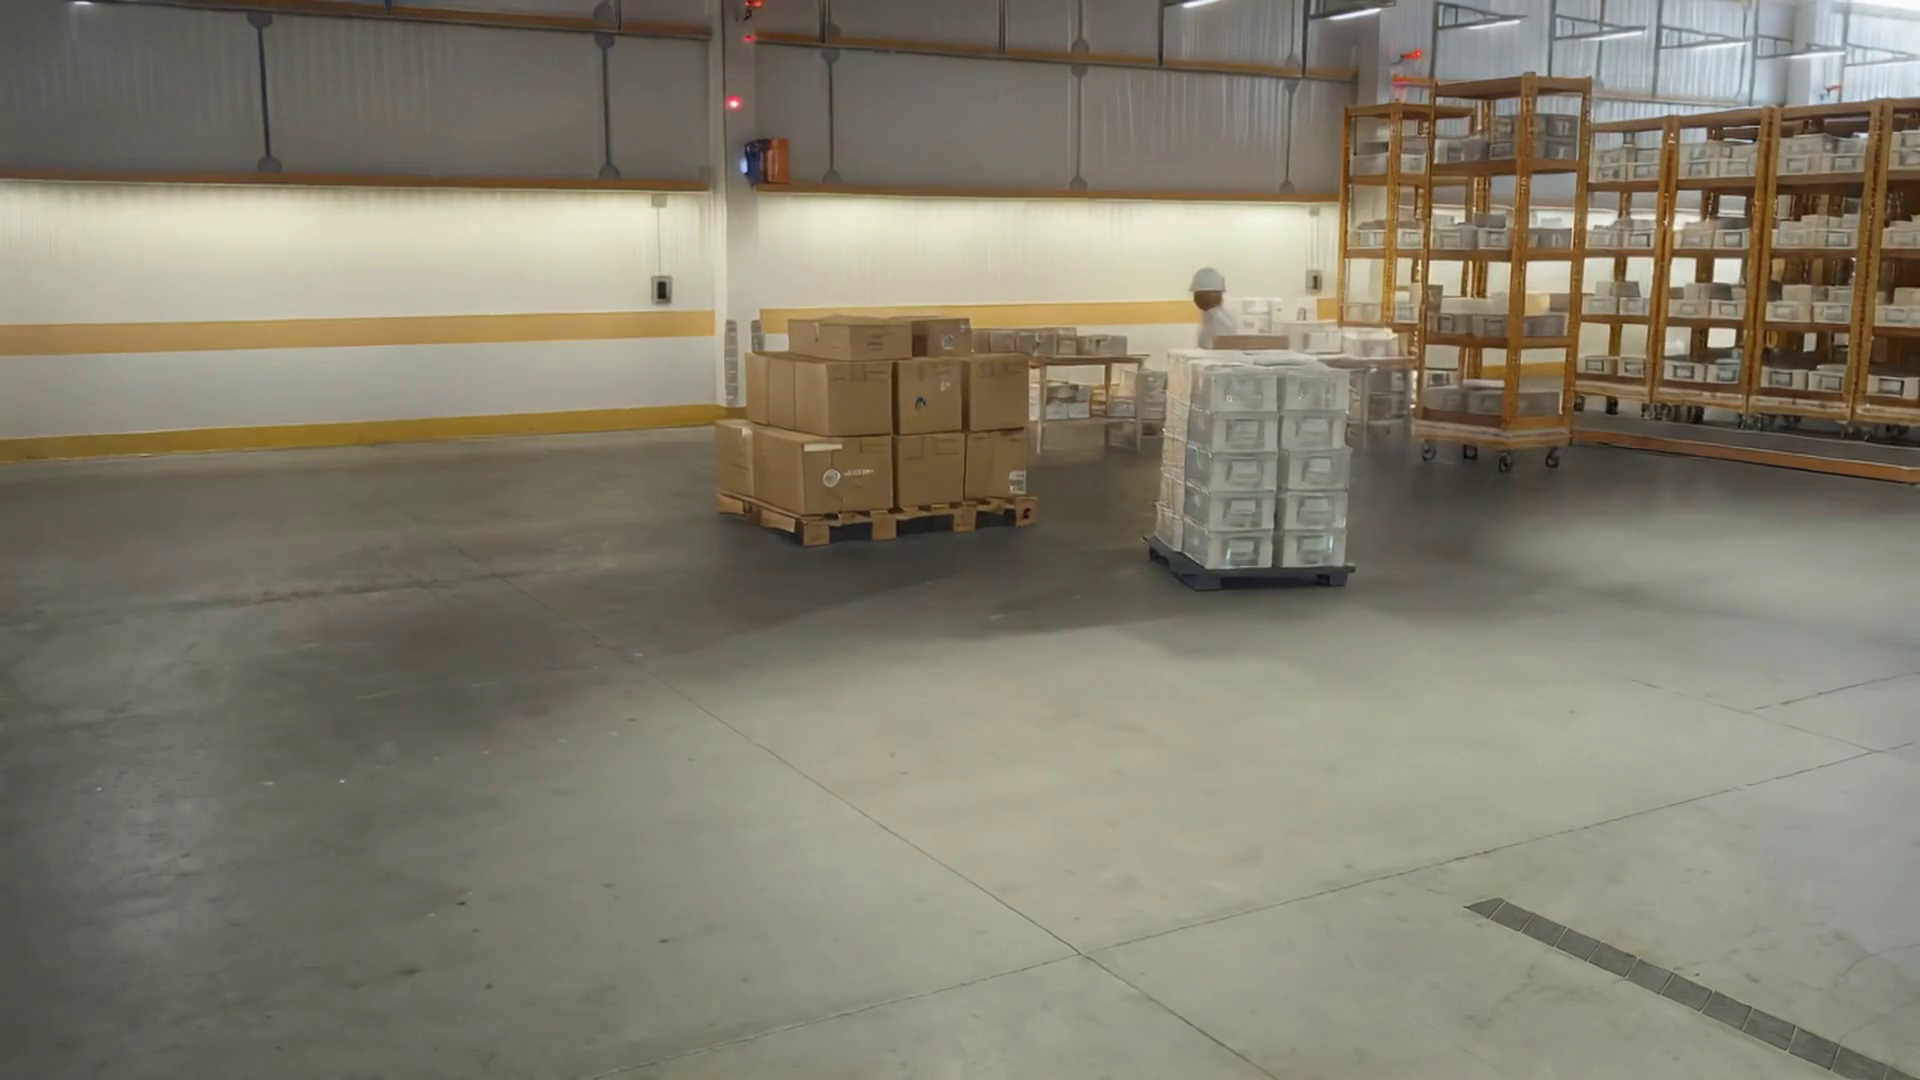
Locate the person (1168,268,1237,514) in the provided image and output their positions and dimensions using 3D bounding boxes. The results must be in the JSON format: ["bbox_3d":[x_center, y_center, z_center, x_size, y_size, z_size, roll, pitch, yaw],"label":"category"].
[{"bbox_3d":[2.021,-1.123,12.768,0.827,1.921,0.620,0,10,2],"label":"person"}]
